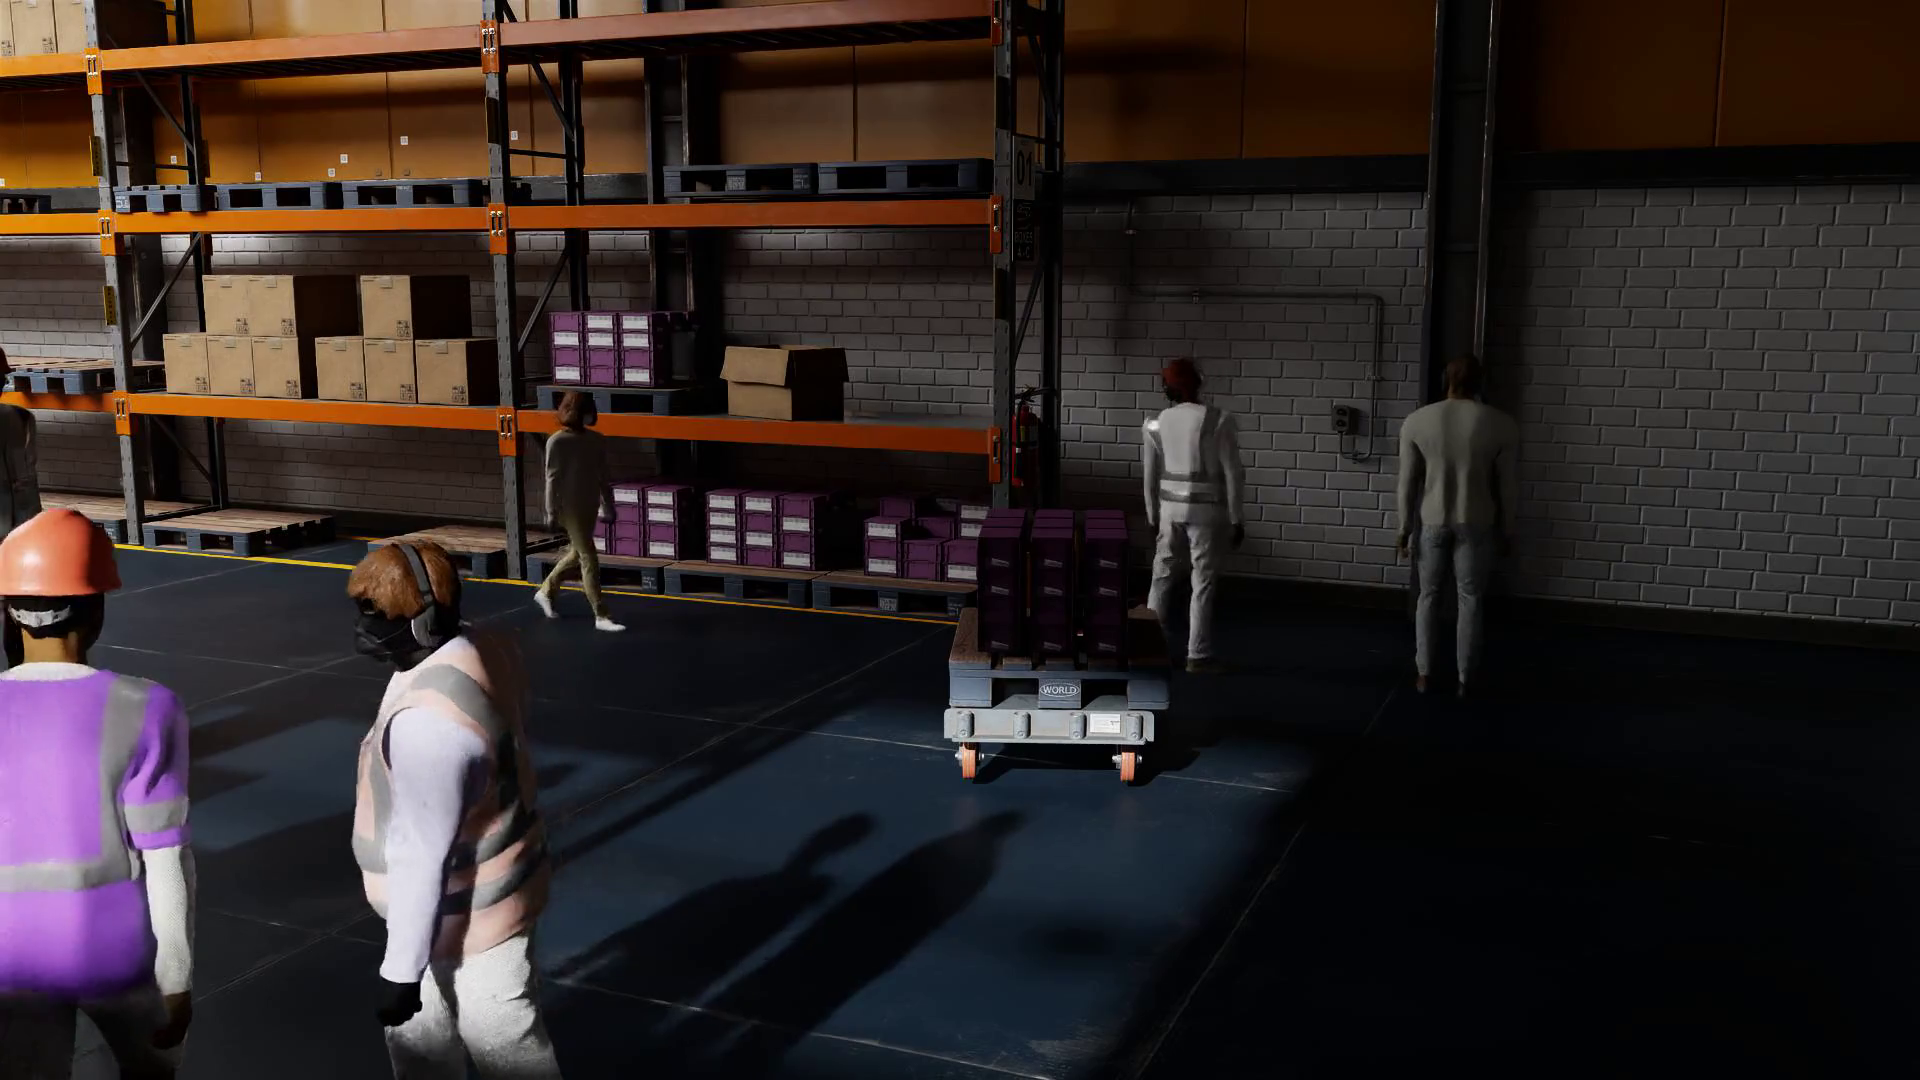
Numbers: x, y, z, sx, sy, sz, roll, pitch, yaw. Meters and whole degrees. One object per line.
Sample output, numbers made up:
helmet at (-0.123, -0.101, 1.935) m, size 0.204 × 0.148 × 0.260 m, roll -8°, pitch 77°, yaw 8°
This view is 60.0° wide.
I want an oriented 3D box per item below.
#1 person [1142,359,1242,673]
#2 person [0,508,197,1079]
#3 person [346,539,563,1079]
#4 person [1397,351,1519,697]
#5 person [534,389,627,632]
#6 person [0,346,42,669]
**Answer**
person at (1.325, -0.125, 9.787) m, size 0.688 × 1.858 × 0.363 m, roll 6°, pitch 11°, yaw 33°
person at (-1.942, 0.870, 3.692) m, size 0.562 × 1.885 × 0.973 m, roll -2°, pitch 10°, yaw -10°
person at (-1.221, 0.880, 3.918) m, size 0.680 × 1.805 × 0.663 m, roll -3°, pitch 10°, yaw -16°
person at (2.776, -0.083, 9.298) m, size 0.640 × 1.938 × 0.366 m, roll 4°, pitch 10°, yaw 22°
person at (-2.562, -0.211, 11.049) m, size 0.815 × 1.600 × 0.507 m, roll 5°, pitch 11°, yaw 28°
person at (-5.045, -0.042, 8.714) m, size 0.374 × 2.042 × 0.615 m, roll 4°, pitch 10°, yaw 22°
